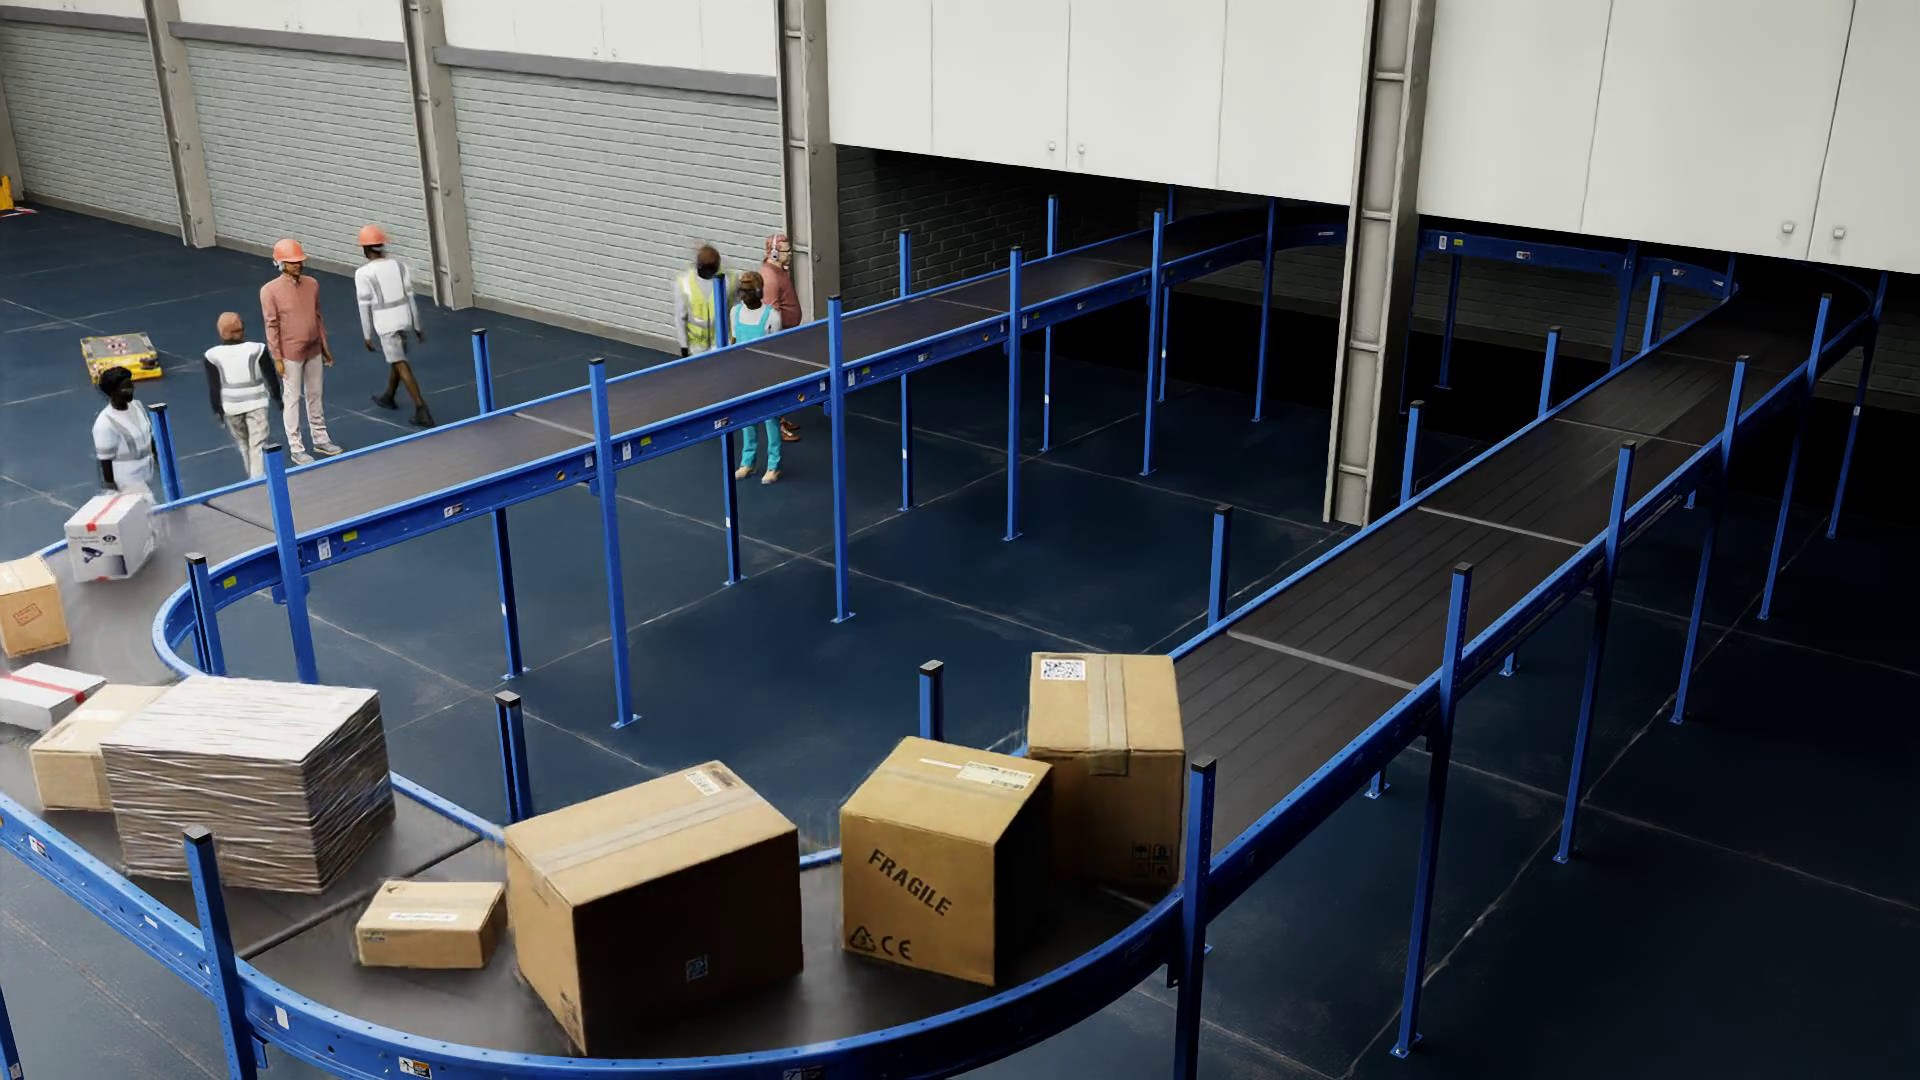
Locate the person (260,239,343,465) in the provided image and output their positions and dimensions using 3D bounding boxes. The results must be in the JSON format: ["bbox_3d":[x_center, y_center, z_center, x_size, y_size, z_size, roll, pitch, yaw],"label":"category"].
[{"bbox_3d":[-5.828,-1.671,14.713,0.378,1.996,0.610,11,24,27],"label":"person"}]

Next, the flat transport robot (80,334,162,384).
[{"bbox_3d":[-8.991,-1.972,17.795,0.652,0.197,1.431,-12,25,-28],"label":"flat transport robot"}]

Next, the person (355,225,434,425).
[{"bbox_3d":[-5.433,-2.052,15.887,1.075,1.864,0.558,15,26,33],"label":"person"}]

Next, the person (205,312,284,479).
[{"bbox_3d":[-5.928,-1.101,13.817,0.517,1.589,0.880,-3,22,-8],"label":"person"}]

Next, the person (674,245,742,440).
[{"bbox_3d":[-2.315,-1.874,15.529,0.636,1.781,0.965,-1,22,-3],"label":"person"}]

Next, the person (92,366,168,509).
[{"bbox_3d":[-5.953,-0.465,12.109,0.867,1.648,0.536,0,21,1],"label":"person"}]

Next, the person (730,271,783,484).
[{"bbox_3d":[-1.730,-1.387,14.194,0.506,1.846,0.350,10,24,24],"label":"person"}]

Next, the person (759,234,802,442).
[{"bbox_3d":[-1.651,-1.870,15.341,0.403,1.906,0.651,-2,22,-4],"label":"person"}]
